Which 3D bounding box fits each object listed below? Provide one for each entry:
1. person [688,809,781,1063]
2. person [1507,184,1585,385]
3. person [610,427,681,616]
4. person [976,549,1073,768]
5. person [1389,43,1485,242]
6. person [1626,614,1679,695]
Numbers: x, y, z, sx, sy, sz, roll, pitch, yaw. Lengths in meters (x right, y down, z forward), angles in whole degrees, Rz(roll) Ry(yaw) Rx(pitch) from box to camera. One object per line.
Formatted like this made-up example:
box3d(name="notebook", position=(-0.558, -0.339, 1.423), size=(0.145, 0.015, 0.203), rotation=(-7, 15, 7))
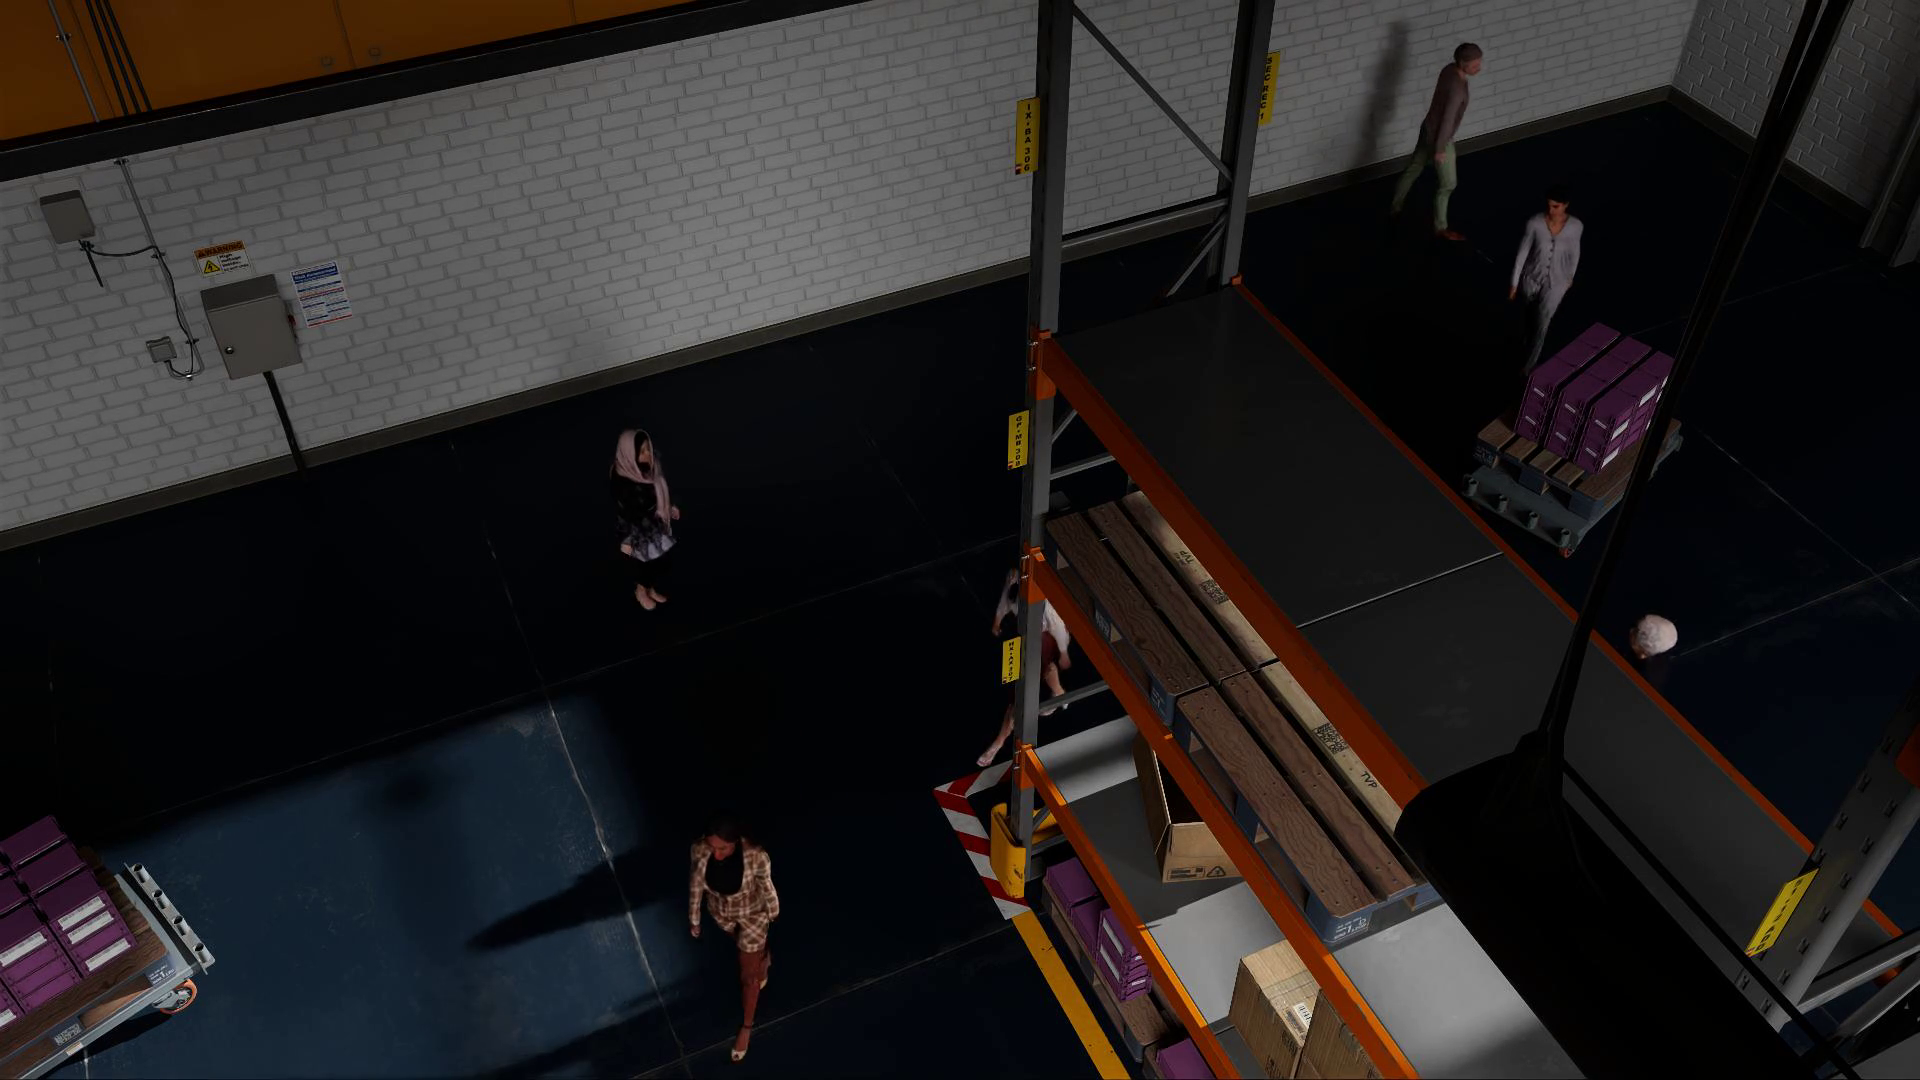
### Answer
box3d(name="person", position=(-1.158, 1.915, 8.915), size=(0.939, 1.763, 1.005), rotation=(14, 45, 14))
box3d(name="person", position=(4.661, -2.107, 13.163), size=(0.907, 1.728, 0.954), rotation=(12, 45, 12))
box3d(name="person", position=(-2.209, -0.133, 11.168), size=(0.832, 1.622, 0.761), rotation=(8, 44, 8))
box3d(name="person", position=(0.521, 0.630, 10.307), size=(0.892, 1.705, 1.036), rotation=(-24, 49, -23))
box3d(name="person", position=(4.127, -3.510, 14.558), size=(1.096, 1.836, 1.025), rotation=(-4, 44, -4))
box3d(name="person", position=(3.859, 1.100, 9.413), size=(1.204, 1.750, 1.109), rotation=(25, 49, 24))
